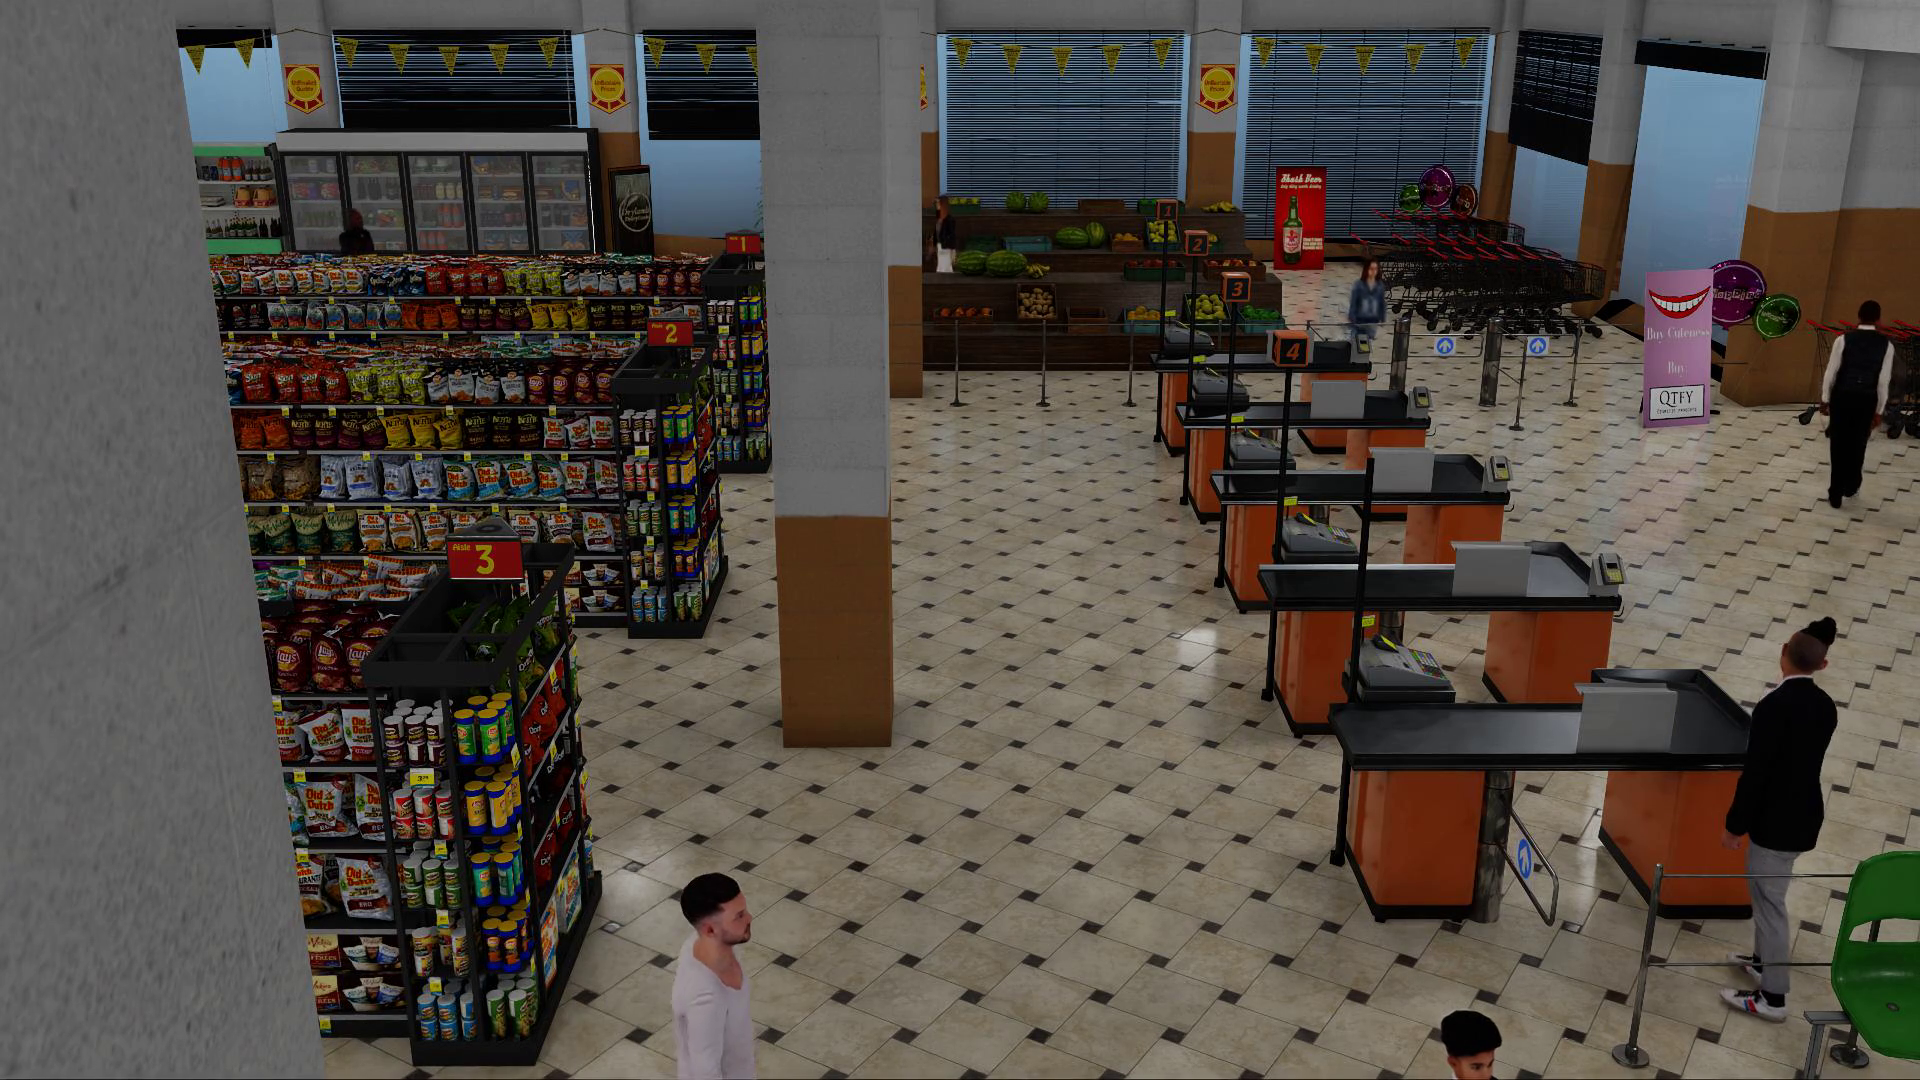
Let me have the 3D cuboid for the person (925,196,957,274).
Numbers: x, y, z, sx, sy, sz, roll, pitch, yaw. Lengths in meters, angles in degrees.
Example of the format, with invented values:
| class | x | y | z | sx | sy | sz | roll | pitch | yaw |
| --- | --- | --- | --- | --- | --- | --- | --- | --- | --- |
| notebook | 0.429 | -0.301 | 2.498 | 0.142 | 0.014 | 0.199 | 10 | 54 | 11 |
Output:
| class | x | y | z | sx | sy | sz | roll | pitch | yaw |
| --- | --- | --- | --- | --- | --- | --- | --- | --- | --- |
| person | -0.145 | -4.222 | 24.544 | 1.082 | 1.675 | 0.859 | -8 | 20 | -23 |

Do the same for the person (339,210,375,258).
| class | x | y | z | sx | sy | sz | roll | pitch | yaw |
| --- | --- | --- | --- | --- | --- | --- | --- | --- | --- |
| person | -8.034 | -3.484 | 22.136 | 0.863 | 1.816 | 0.830 | 12 | 22 | 32 |

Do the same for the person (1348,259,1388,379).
| class | x | y | z | sx | sy | sz | roll | pitch | yaw |
| --- | --- | --- | --- | --- | --- | --- | --- | --- | --- |
| person | 4.981 | -2.713 | 20.408 | 0.795 | 1.458 | 0.685 | -1 | 19 | -4 |

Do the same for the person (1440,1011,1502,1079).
| class | x | y | z | sx | sy | sz | roll | pitch | yaw |
| --- | --- | --- | --- | --- | --- | --- | --- | --- | --- |
| person | 1.792 | 2.250 | 6.064 | 0.455 | 1.219 | 0.599 | -4 | 19 | -12 |

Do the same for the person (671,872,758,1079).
| class | x | y | z | sx | sy | sz | roll | pitch | yaw |
| --- | --- | --- | --- | --- | --- | --- | --- | --- | --- |
| person | -0.919 | 1.980 | 5.914 | 0.860 | 1.827 | 0.709 | -1 | 19 | -3 |

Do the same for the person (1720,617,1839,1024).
| class | x | y | z | sx | sy | sz | roll | pitch | yaw |
| --- | --- | --- | --- | --- | --- | --- | --- | --- | --- |
| person | 3.882 | 1.299 | 7.799 | 0.914 | 1.912 | 0.850 | 12 | 22 | 32 |

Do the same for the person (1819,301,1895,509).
| class | x | y | z | sx | sy | sz | roll | pitch | yaw |
| --- | --- | --- | --- | --- | --- | --- | --- | --- | --- |
| person | 8.211 | -1.223 | 15.300 | 0.909 | 1.899 | 0.929 | 7 | 20 | 21 |
